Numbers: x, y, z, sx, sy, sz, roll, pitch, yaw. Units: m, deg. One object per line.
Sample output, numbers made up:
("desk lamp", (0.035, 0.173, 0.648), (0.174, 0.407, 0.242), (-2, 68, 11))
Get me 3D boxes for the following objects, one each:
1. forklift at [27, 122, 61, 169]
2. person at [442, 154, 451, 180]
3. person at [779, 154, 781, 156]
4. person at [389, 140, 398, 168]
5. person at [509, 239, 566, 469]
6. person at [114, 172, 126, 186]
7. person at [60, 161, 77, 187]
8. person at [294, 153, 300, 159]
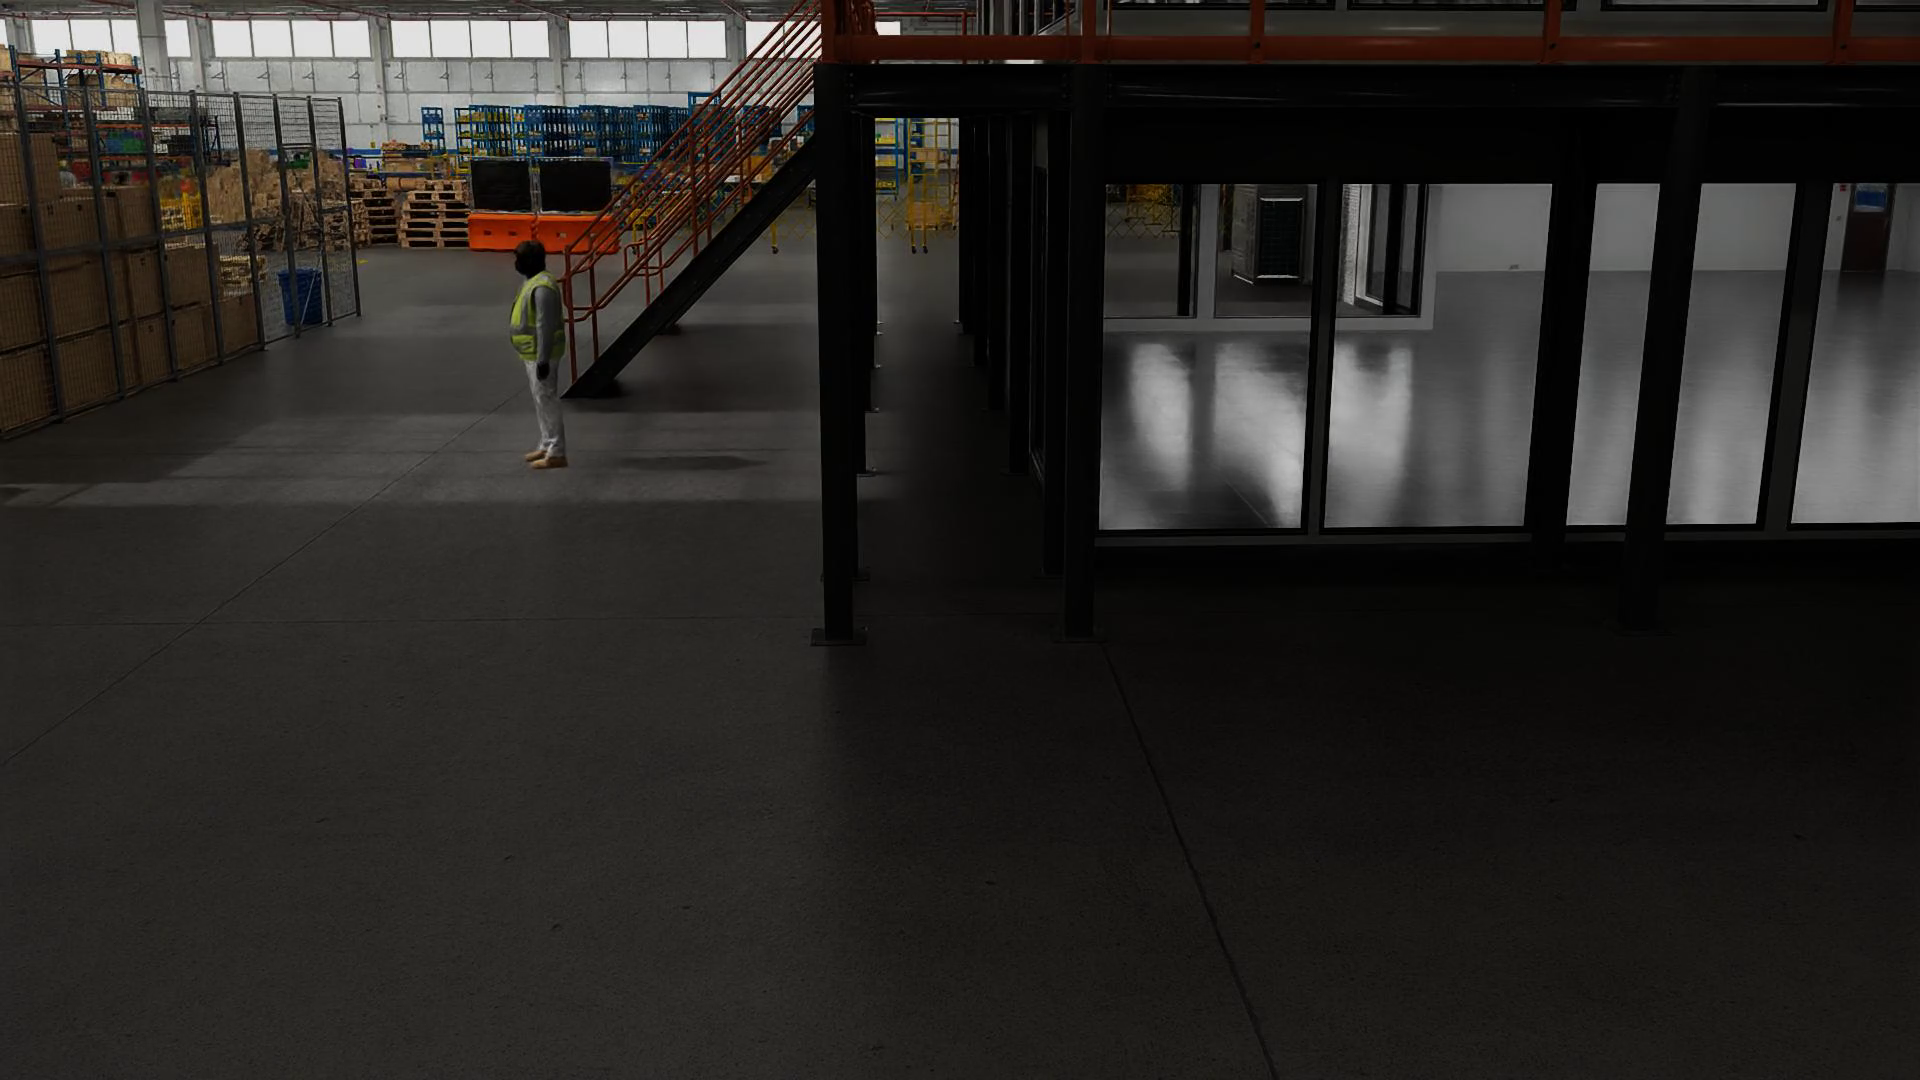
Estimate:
("forklift", (-35.376, -14.773, 64.377), (1.129, 2.768, 1.873), (-1, 14, -2))
("person", (-17.125, -12.013, 55.606), (0.324, 1.767, 0.533), (-2, 14, -9))
("person", (-7.894, -16.742, 74.256), (0.610, 1.891, 0.658), (2, 14, 9))
("person", (-27.952, -18.772, 82.179), (0.624, 1.991, 0.403), (13, 19, 41))
("person", (-3.410, -1.503, 13.449), (0.429, 1.840, 0.631), (-6, 15, -22))
("person", (-16.070, -6.127, 31.933), (0.798, 1.842, 0.523), (8, 16, 29))
("person", (-23.838, -9.219, 44.413), (0.590, 1.790, 0.942), (-2, 14, -8))
("person", (-24.156, -13.263, 60.755), (0.544, 1.681, 0.356), (-5, 15, -19))
